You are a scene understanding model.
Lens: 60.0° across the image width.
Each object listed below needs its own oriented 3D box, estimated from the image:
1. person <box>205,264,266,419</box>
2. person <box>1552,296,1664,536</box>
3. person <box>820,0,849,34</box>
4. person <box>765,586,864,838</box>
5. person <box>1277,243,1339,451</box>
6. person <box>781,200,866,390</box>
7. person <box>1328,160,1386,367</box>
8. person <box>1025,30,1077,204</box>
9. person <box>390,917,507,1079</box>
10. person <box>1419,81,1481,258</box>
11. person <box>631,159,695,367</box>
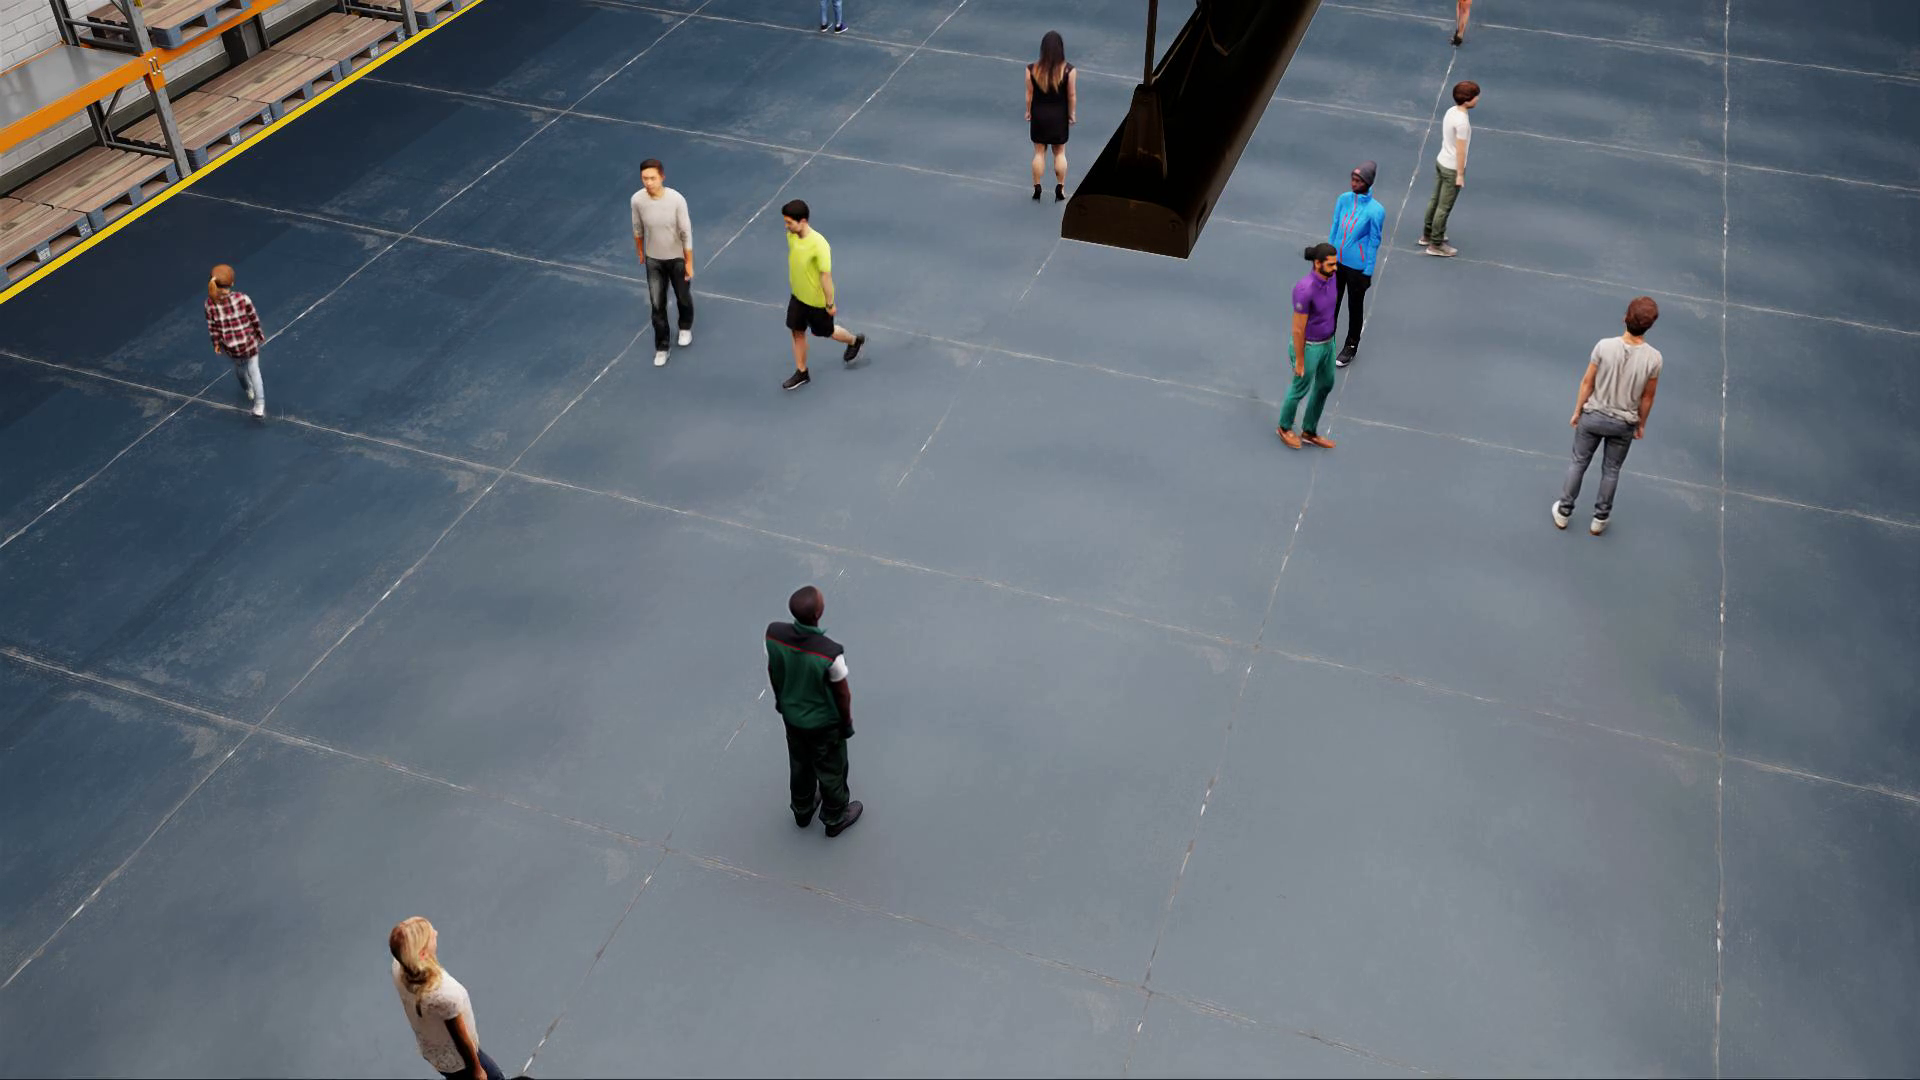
[{"bbox_3d":[-5.739,-1.564,13.271,0.847,1.279,0.958,-13,41,-16],"label":"person"},{"bbox_3d":[4.643,-0.879,11.919,0.642,1.894,0.519,11,40,14],"label":"person"},{"bbox_3d":[-1.531,-6.628,19.631,0.493,1.254,0.483,14,41,17],"label":"person"},{"bbox_3d":[-0.849,0.996,9.615,0.707,1.840,0.636,18,42,21],"label":"person"},{"bbox_3d":[2.660,-1.519,12.836,0.803,1.751,0.874,-31,48,-33],"label":"person"},{"bbox_3d":[-1.152,-2.044,13.556,0.912,1.671,1.142,30,47,32],"label":"person"},{"bbox_3d":[3.249,-2.308,13.788,0.688,1.794,0.696,-30,48,-32],"label":"person"},{"bbox_3d":[0.873,-4.076,16.062,0.706,1.721,0.680,3,39,4],"label":"person"},{"bbox_3d":[-2.453,2.462,7.811,0.773,1.800,0.883,28,46,30],"label":"person"},{"bbox_3d":[4.513,-3.430,15.306,0.698,1.655,0.588,-2,39,-3],"label":"person"},{"bbox_3d":[-2.425,-2.422,13.938,0.864,1.786,1.051,0,39,-1],"label":"person"}]
